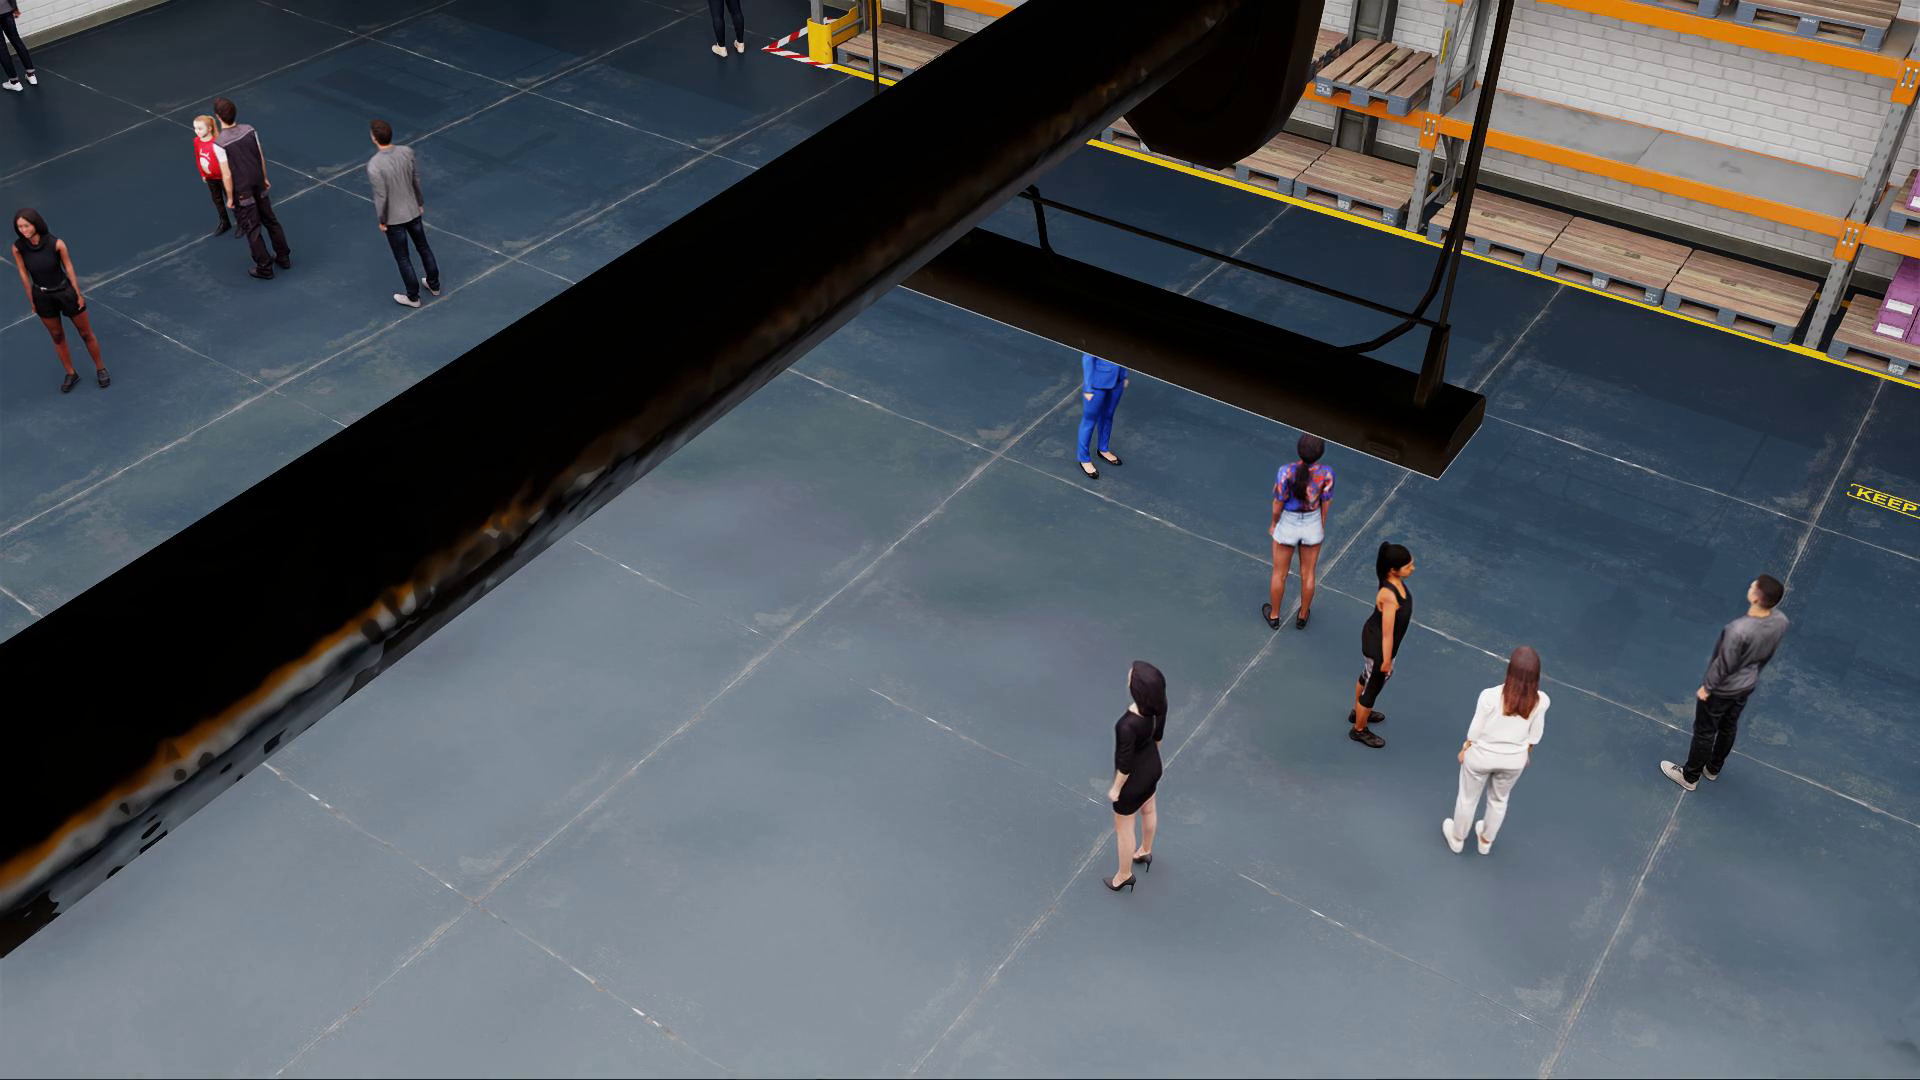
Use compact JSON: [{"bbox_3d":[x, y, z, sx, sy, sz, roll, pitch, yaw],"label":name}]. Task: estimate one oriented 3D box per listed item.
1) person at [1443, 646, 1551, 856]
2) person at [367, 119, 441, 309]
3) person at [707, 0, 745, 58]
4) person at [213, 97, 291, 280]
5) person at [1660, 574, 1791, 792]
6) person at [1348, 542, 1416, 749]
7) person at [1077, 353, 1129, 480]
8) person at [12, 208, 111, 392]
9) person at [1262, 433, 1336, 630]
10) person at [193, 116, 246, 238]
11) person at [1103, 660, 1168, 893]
[{"bbox_3d":[3.361,1.341,10.404,0.654,1.685,0.747,0,39,0],"label":"person"},{"bbox_3d":[-5.320,-3.118,15.835,0.574,1.874,0.663,24,44,27],"label":"person"},{"bbox_3d":[-2.952,-6.943,20.678,0.738,1.808,0.743,-20,43,-23],"label":"person"},{"bbox_3d":[-6.961,-3.445,16.266,0.575,1.848,0.660,21,43,24],"label":"person"},{"bbox_3d":[5.034,0.929,10.858,0.702,1.761,0.714,-15,41,-18],"label":"person"},{"bbox_3d":[2.846,0.684,11.245,0.636,1.661,0.647,7,39,8],"label":"person"},{"bbox_3d":[1.176,-1.319,13.722,0.671,1.700,0.631,-28,46,-30],"label":"person"},{"bbox_3d":[-7.982,-2.132,14.707,0.665,1.741,0.708,-9,40,-11],"label":"person"},{"bbox_3d":[2.466,-0.072,12.128,0.620,1.741,0.726,2,39,3],"label":"person"},{"bbox_3d":[-7.635,-3.751,17.103,0.539,1.281,0.632,6,39,8],"label":"person"},{"bbox_3d":[1.079,1.453,10.168,0.508,1.804,0.618,28,47,31],"label":"person"}]
